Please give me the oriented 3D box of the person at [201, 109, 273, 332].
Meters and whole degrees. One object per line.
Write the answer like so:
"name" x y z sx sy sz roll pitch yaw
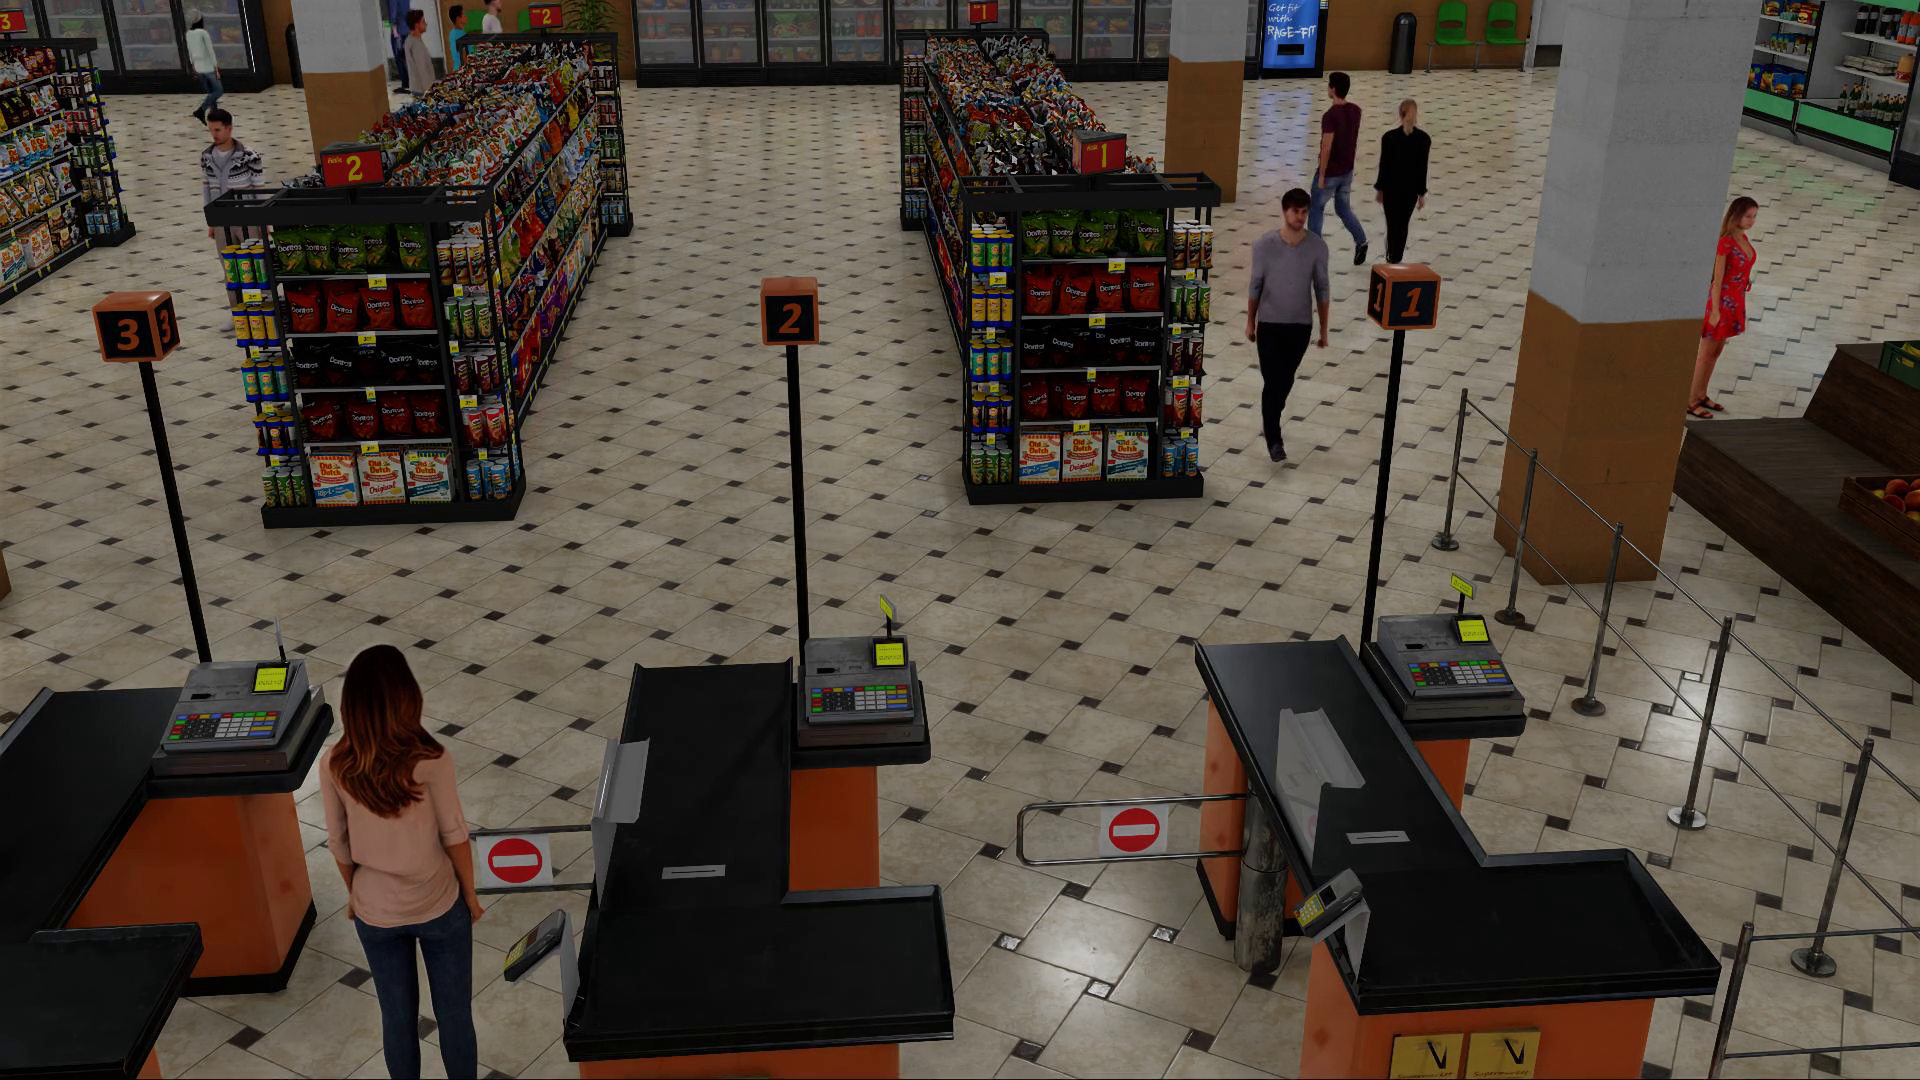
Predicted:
"person" -6.072 -2.695 13.985 0.714 1.860 0.612 1 24 3

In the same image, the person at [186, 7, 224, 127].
"person" -10.434 -6.476 22.905 0.814 1.636 0.947 10 26 22

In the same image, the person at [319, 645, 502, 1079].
"person" -1.746 1.153 5.276 0.597 1.792 0.531 0 24 -1

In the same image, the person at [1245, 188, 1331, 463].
"person" 2.184 -1.465 11.261 0.735 1.791 1.215 -1 24 -1

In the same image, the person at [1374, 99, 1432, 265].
"person" 4.024 -3.127 15.215 0.808 1.666 1.140 3 24 8

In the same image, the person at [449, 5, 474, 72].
"person" -6.531 -6.111 21.896 0.743 1.776 0.601 -13 27 -26

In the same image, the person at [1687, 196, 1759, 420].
"person" 5.502 -1.694 12.032 0.663 1.593 0.709 -21 31 -39

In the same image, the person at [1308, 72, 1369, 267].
"person" 3.649 -3.525 15.916 0.964 1.832 1.123 -15 28 -31

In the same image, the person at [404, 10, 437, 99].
"person" -6.645 -5.471 20.311 0.951 1.874 1.180 -9 25 -19

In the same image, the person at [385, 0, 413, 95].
"person" -8.738 -7.932 26.001 0.838 1.823 0.636 5 24 11
